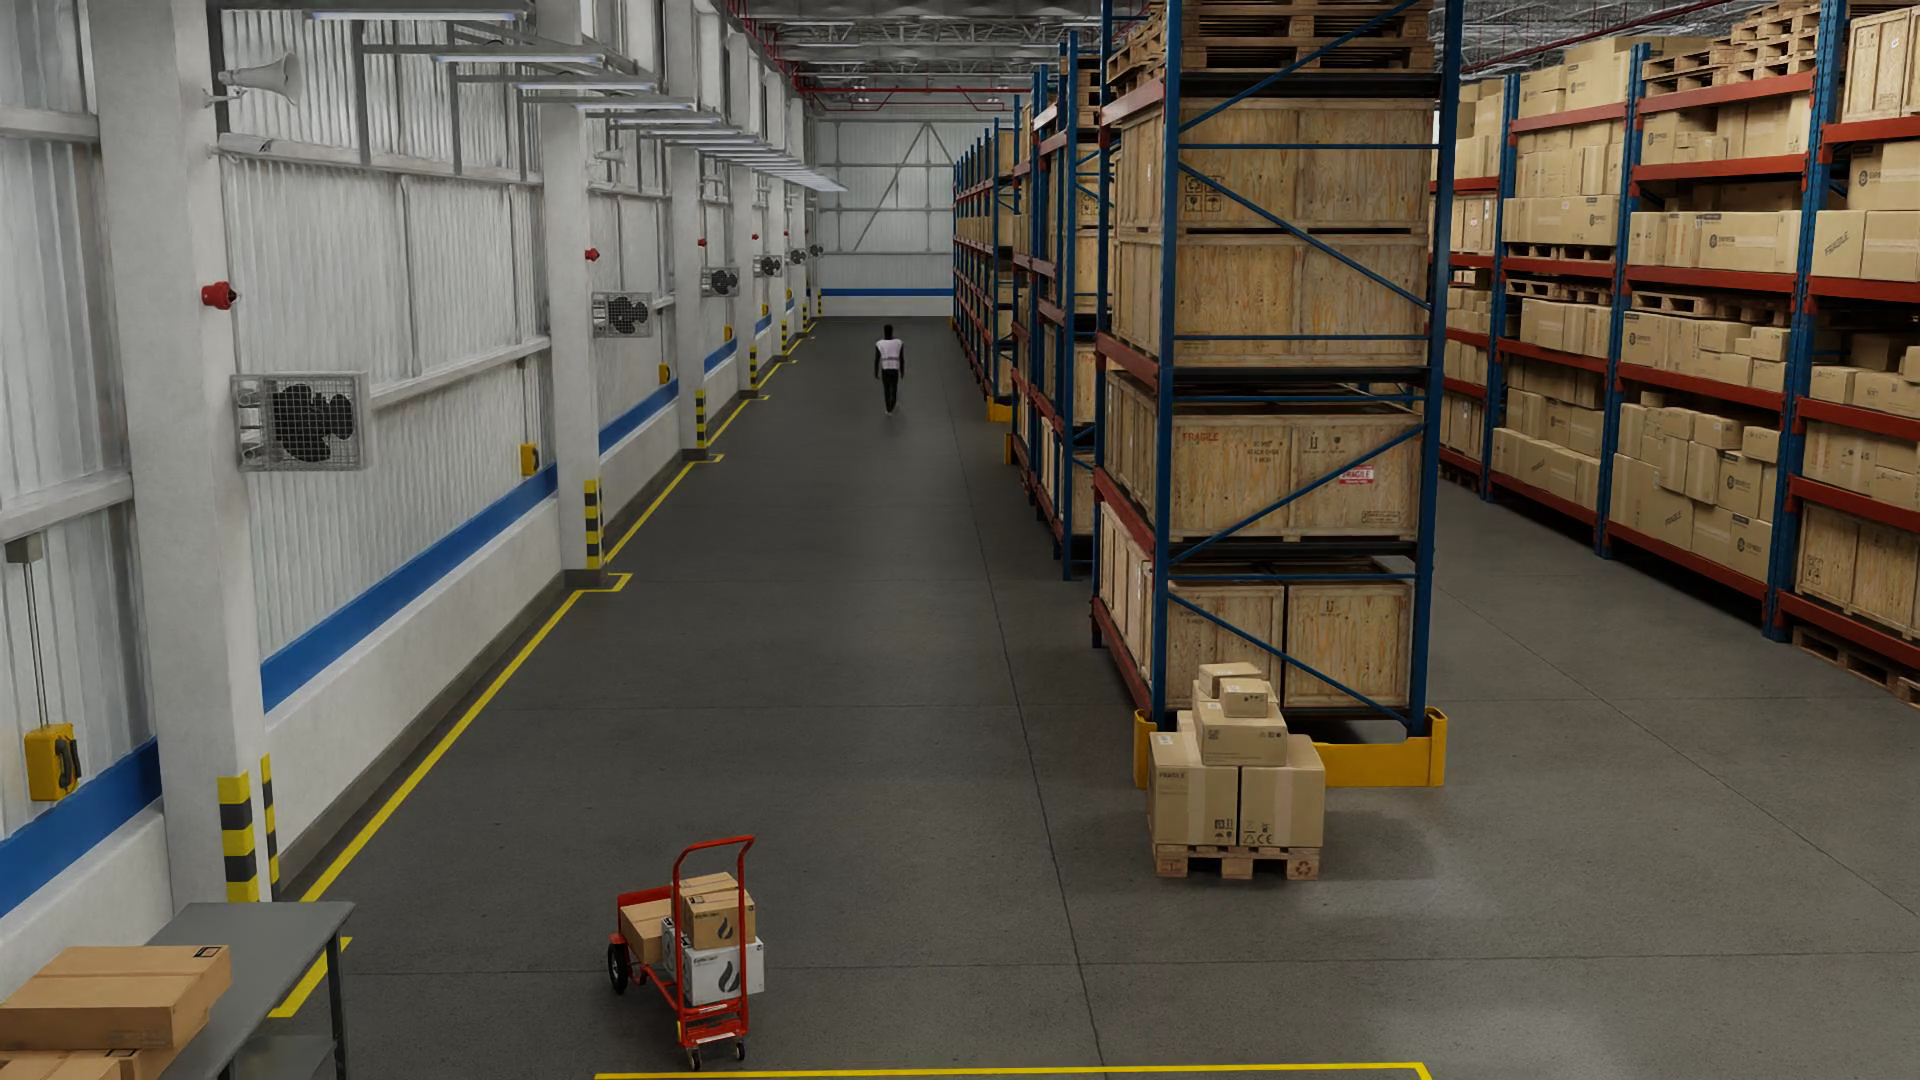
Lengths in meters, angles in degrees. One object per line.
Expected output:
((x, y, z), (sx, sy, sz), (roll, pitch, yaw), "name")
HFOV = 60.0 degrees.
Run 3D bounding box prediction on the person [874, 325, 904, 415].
((-1.527, -3.616, 35.308), (0.599, 1.869, 0.971), (-3, 11, -14), "person")
